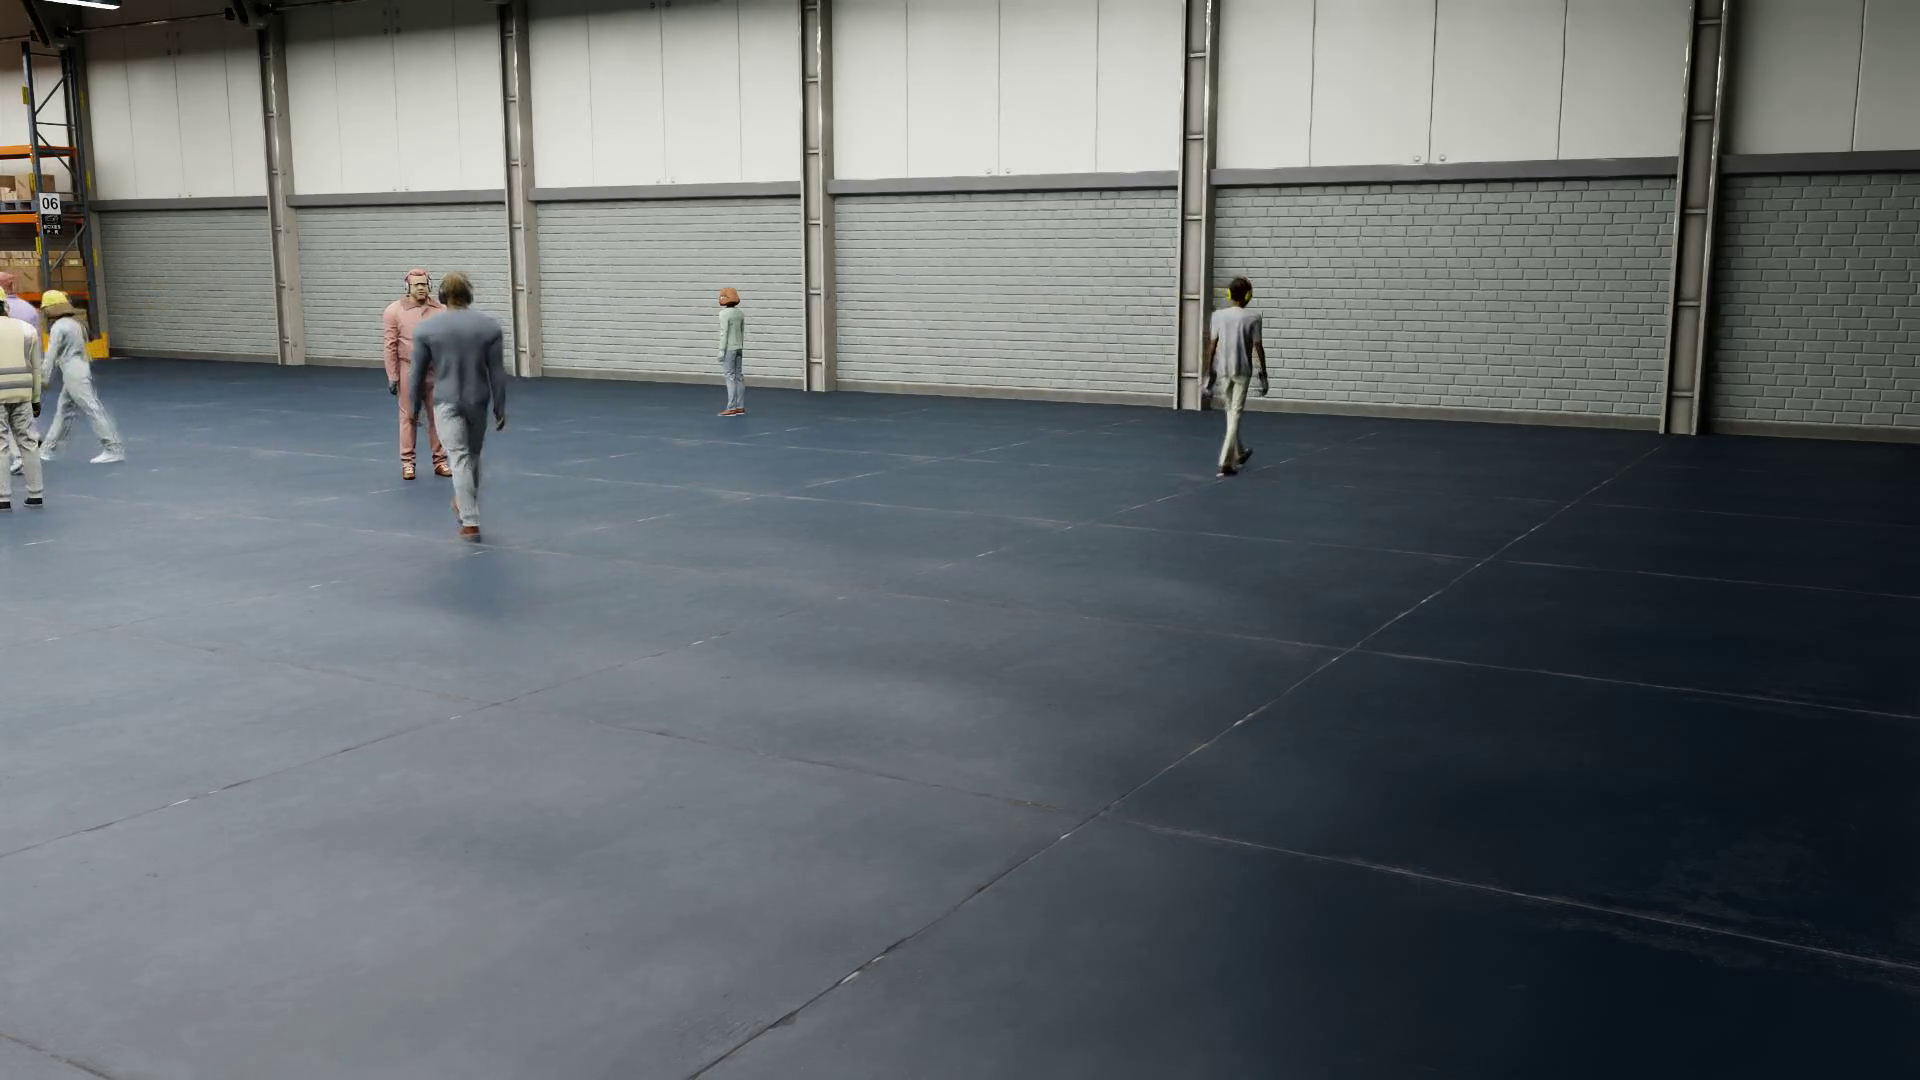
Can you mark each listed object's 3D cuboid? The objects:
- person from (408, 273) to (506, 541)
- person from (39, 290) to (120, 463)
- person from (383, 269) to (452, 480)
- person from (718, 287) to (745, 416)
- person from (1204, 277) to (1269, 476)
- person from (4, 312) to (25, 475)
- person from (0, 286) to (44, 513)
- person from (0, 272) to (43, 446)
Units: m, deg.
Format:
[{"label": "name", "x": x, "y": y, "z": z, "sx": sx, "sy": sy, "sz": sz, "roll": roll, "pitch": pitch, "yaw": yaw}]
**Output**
[{"label": "person", "x": -3.660, "y": -0.977, "z": 12.088, "sx": 0.655, "sy": 1.884, "sz": 1.022, "roll": -6, "pitch": 11, "yaw": -30}, {"label": "person", "x": -8.722, "y": -1.585, "z": 16.233, "sx": 0.919, "sy": 1.674, "sz": 0.508, "roll": -2, "pitch": 10, "yaw": -11}, {"label": "person", "x": -4.890, "y": -1.507, "z": 15.156, "sx": 0.653, "sy": 1.906, "sz": 0.405, "roll": -7, "pitch": 12, "yaw": -34}, {"label": "person", "x": -2.912, "y": -2.394, "z": 21.147, "sx": 0.278, "sy": 1.633, "sz": 0.507, "roll": 4, "pitch": 11, "yaw": 23}, {"label": "person", "x": 2.619, "y": -1.533, "z": 15.559, "sx": 0.554, "sy": 1.819, "sz": 0.971, "roll": 7, "pitch": 12, "yaw": 35}, {"label": "person", "x": -8.753, "y": -1.380, "z": 15.224, "sx": 0.366, "sy": 1.618, "sz": 0.566, "roll": 0, "pitch": 10, "yaw": -1}, {"label": "person", "x": -7.581, "y": -1.128, "z": 13.163, "sx": 0.404, "sy": 1.829, "sz": 0.591, "roll": 7, "pitch": 12, "yaw": 34}, {"label": "person", "x": -9.822, "y": -1.829, "z": 17.175, "sx": 0.958, "sy": 1.869, "sz": 0.649, "roll": 4, "pitch": 11, "yaw": 23}]
